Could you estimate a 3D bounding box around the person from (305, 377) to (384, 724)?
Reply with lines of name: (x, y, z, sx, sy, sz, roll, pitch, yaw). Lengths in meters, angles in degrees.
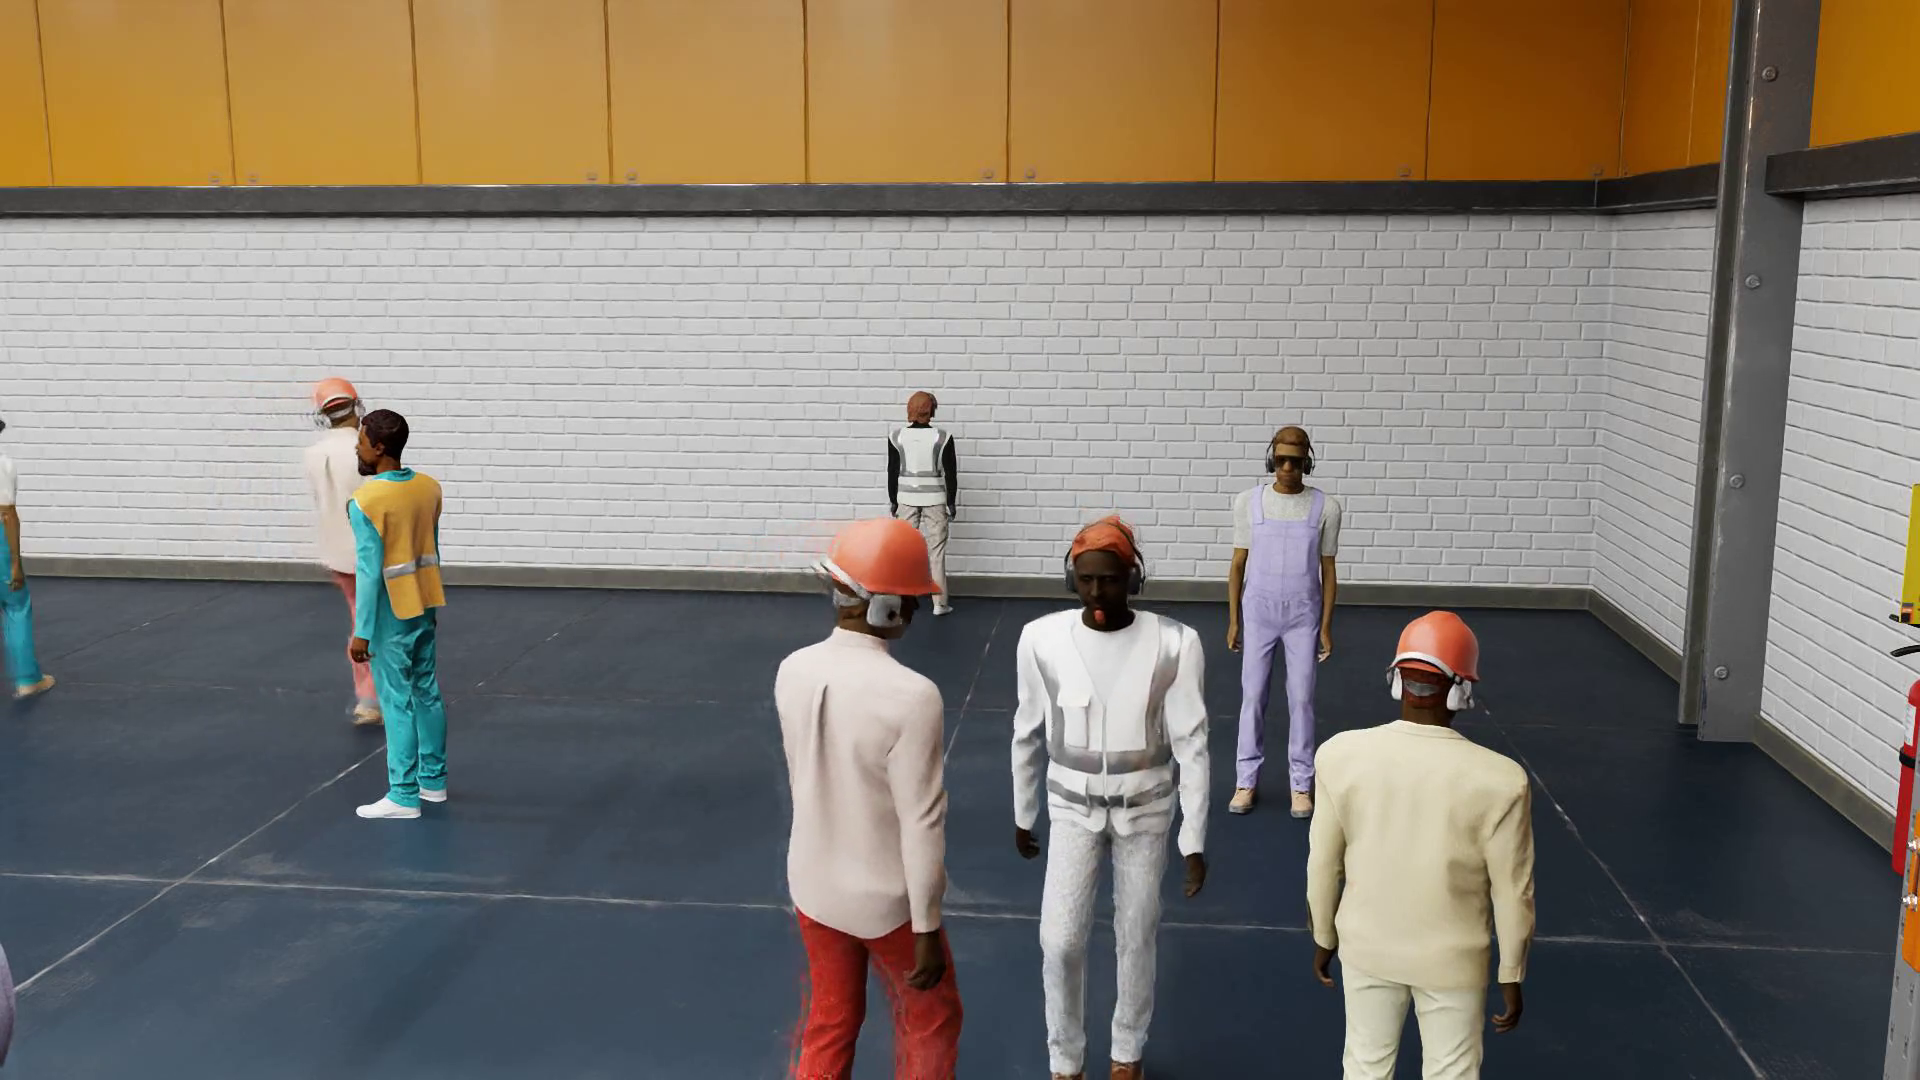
person: (-3.274, 0.082, 9.172, 0.650, 1.956, 0.451, 7, 12, 33)

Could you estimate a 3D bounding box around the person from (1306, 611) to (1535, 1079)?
person: (1.185, 1.042, 4.291, 0.575, 1.740, 0.342, 6, 11, 30)

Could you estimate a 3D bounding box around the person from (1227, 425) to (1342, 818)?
person: (1.507, 0.382, 7.785, 0.508, 1.846, 0.345, 2, 10, 13)

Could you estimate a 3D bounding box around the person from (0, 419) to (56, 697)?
person: (-5.629, 0.098, 9.527, 0.514, 1.810, 0.917, 1, 10, 5)

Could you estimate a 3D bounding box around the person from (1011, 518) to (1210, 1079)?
person: (0.441, 0.862, 4.993, 0.612, 1.861, 0.622, 2, 10, 10)

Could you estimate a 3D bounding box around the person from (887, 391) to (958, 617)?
person: (-0.272, -0.255, 12.017, 0.514, 1.641, 0.309, 2, 10, 10)

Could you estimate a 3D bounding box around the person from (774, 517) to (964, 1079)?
person: (-0.199, 0.902, 4.445, 0.663, 1.959, 0.650, 9, 13, 41)

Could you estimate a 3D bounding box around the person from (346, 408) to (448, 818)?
person: (-2.621, 0.345, 7.779, 0.392, 1.922, 0.591, 3, 10, 15)
